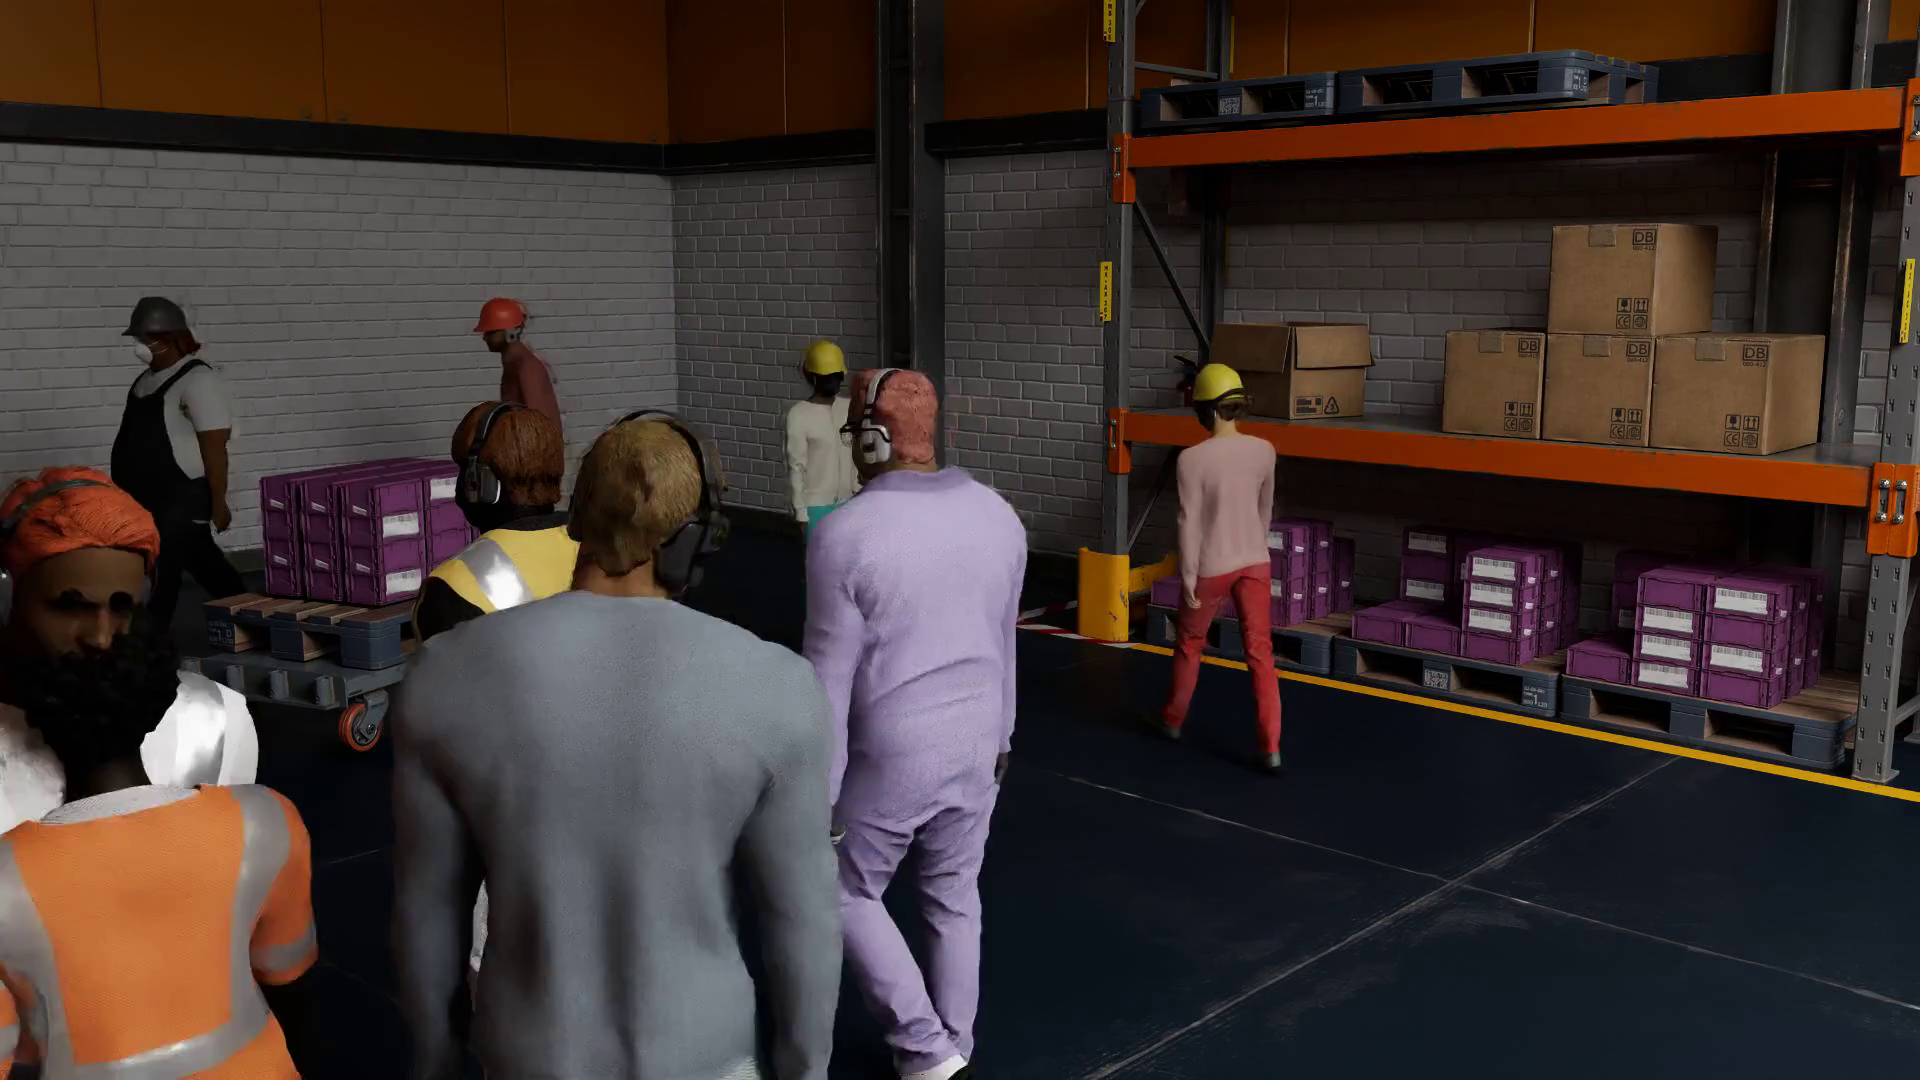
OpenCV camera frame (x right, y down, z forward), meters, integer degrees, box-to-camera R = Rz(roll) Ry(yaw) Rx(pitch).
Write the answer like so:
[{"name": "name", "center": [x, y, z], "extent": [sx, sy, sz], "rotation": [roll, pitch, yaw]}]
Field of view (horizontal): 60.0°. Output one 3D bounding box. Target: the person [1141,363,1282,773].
[{"name": "person", "center": [1.129, 0.104, 7.156], "extent": [0.537, 1.720, 0.901], "rotation": [-4, 10, -23]}]

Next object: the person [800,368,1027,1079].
[{"name": "person", "center": [-0.098, 0.526, 4.064], "extent": [0.687, 1.886, 0.478], "rotation": [-7, 12, -37]}]

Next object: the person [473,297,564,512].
[{"name": "person", "center": [-2.525, -0.514, 10.233], "extent": [0.851, 1.957, 0.637], "rotation": [-4, 10, -22]}]

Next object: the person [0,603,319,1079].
[{"name": "person", "center": [-1.186, 0.895, 2.402], "extent": [0.547, 1.680, 0.438], "rotation": [-8, 12, -39]}]

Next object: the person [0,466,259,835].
[{"name": "person", "center": [-1.348, 0.810, 2.439], "extent": [0.627, 1.848, 0.653], "rotation": [-6, 11, -34]}]

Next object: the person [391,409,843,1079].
[{"name": "person", "center": [-0.494, 0.777, 2.465], "extent": [0.656, 1.920, 0.383], "rotation": [-1, 9, -3]}]

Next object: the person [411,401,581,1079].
[{"name": "person", "center": [-0.959, 0.617, 3.638], "extent": [0.429, 1.843, 0.628], "rotation": [4, 10, 21]}]

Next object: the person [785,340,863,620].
[{"name": "person", "center": [-0.690, -0.187, 8.840], "extent": [0.363, 1.744, 0.539], "rotation": [8, 12, 40]}]

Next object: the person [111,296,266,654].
[{"name": "person", "center": [-4.104, -0.312, 8.727], "extent": [0.696, 2.000, 1.030], "rotation": [8, 12, 41]}]
